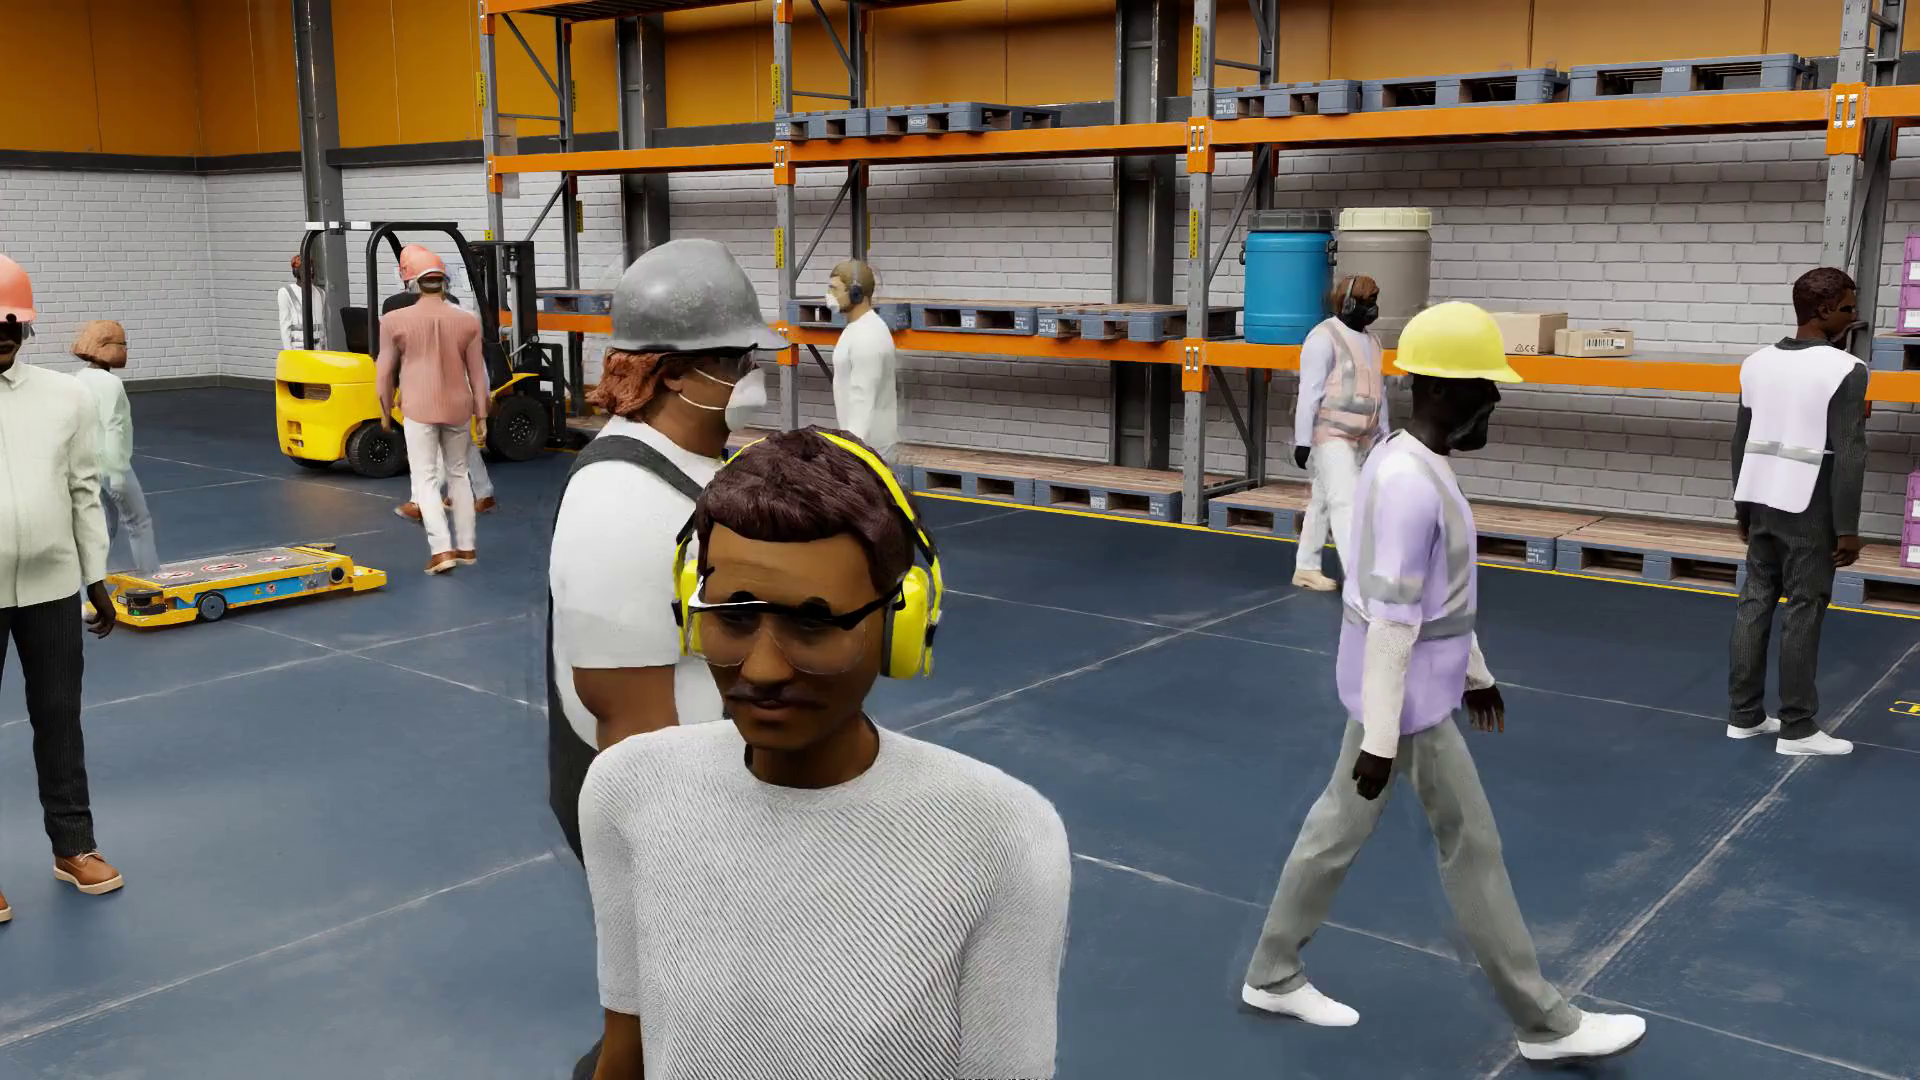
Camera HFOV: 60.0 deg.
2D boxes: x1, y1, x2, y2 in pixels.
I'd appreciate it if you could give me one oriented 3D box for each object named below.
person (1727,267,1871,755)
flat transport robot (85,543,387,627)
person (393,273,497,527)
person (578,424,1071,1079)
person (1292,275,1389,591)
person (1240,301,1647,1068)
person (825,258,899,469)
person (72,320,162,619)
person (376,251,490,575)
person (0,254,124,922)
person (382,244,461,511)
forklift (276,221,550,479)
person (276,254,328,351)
[{"bbox_3d":[3.300,-0.111,6.593,0.399,1.916,0.590,-3,11,-18],"label":"person"},{"bbox_3d":[-4.015,0.231,9.258,0.652,0.197,1.431,8,13,38],"label":"flat transport robot"},{"bbox_3d":[-3.719,-1.056,11.929,0.584,1.880,1.016,7,12,35],"label":"person"},{"bbox_3d":[-0.154,0.810,1.644,0.512,1.865,0.338,3,11,18],"label":"person"},{"bbox_3d":[2.221,-0.565,9.375,0.843,1.816,0.664,9,14,42],"label":"person"},{"bbox_3d":[1.174,0.363,4.084,0.989,1.875,0.590,2,10,11],"label":"person"},{"bbox_3d":[-0.570,-0.466,8.521,0.515,1.925,0.654,-1,10,-8],"label":"person"},{"bbox_3d":[-4.505,-0.376,8.932,0.529,1.612,0.553,8,13,39],"label":"person"},{"bbox_3d":[-3.188,-0.769,10.149,0.638,1.959,0.679,-6,12,-30],"label":"person"},{"bbox_3d":[-2.858,0.139,5.000,0.385,1.990,0.608,9,13,40],"label":"person"},{"bbox_3d":[-3.954,-1.176,12.279,0.614,1.990,0.392,-9,14,-41],"label":"person"},{"bbox_3d":[-4.922,-1.741,14.854,1.214,2.155,2.313,8,13,38],"label":"forklift"},{"bbox_3d":[-6.401,-1.846,16.299,0.360,1.883,0.574,4,11,23],"label":"person"}]
